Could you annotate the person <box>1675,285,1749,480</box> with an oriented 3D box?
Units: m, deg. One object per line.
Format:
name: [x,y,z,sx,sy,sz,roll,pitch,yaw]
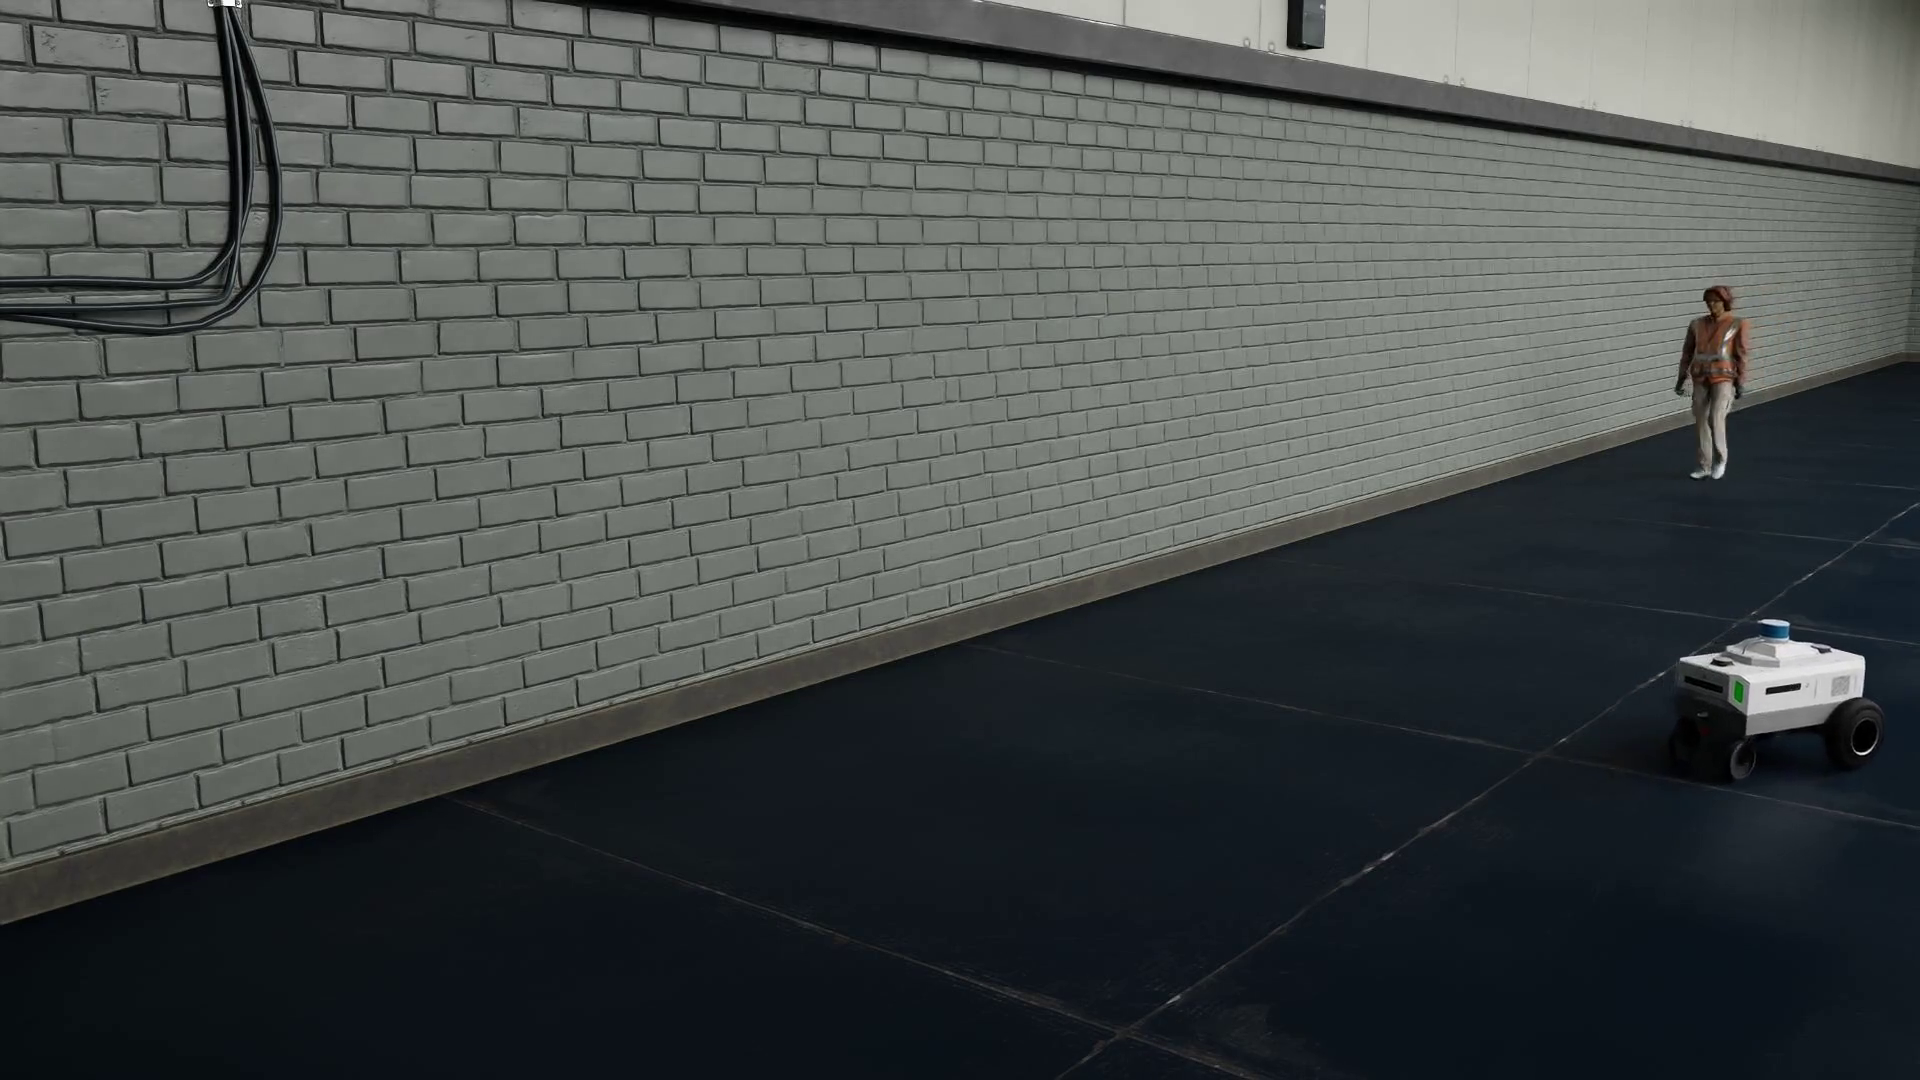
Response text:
person: [6.274,-1.310,13.922,0.416,1.626,0.529,-7,13,-36]

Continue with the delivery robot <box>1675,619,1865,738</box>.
delivery robot: [3.132,0.551,6.433,0.707,0.478,0.477,-4,11,-23]
